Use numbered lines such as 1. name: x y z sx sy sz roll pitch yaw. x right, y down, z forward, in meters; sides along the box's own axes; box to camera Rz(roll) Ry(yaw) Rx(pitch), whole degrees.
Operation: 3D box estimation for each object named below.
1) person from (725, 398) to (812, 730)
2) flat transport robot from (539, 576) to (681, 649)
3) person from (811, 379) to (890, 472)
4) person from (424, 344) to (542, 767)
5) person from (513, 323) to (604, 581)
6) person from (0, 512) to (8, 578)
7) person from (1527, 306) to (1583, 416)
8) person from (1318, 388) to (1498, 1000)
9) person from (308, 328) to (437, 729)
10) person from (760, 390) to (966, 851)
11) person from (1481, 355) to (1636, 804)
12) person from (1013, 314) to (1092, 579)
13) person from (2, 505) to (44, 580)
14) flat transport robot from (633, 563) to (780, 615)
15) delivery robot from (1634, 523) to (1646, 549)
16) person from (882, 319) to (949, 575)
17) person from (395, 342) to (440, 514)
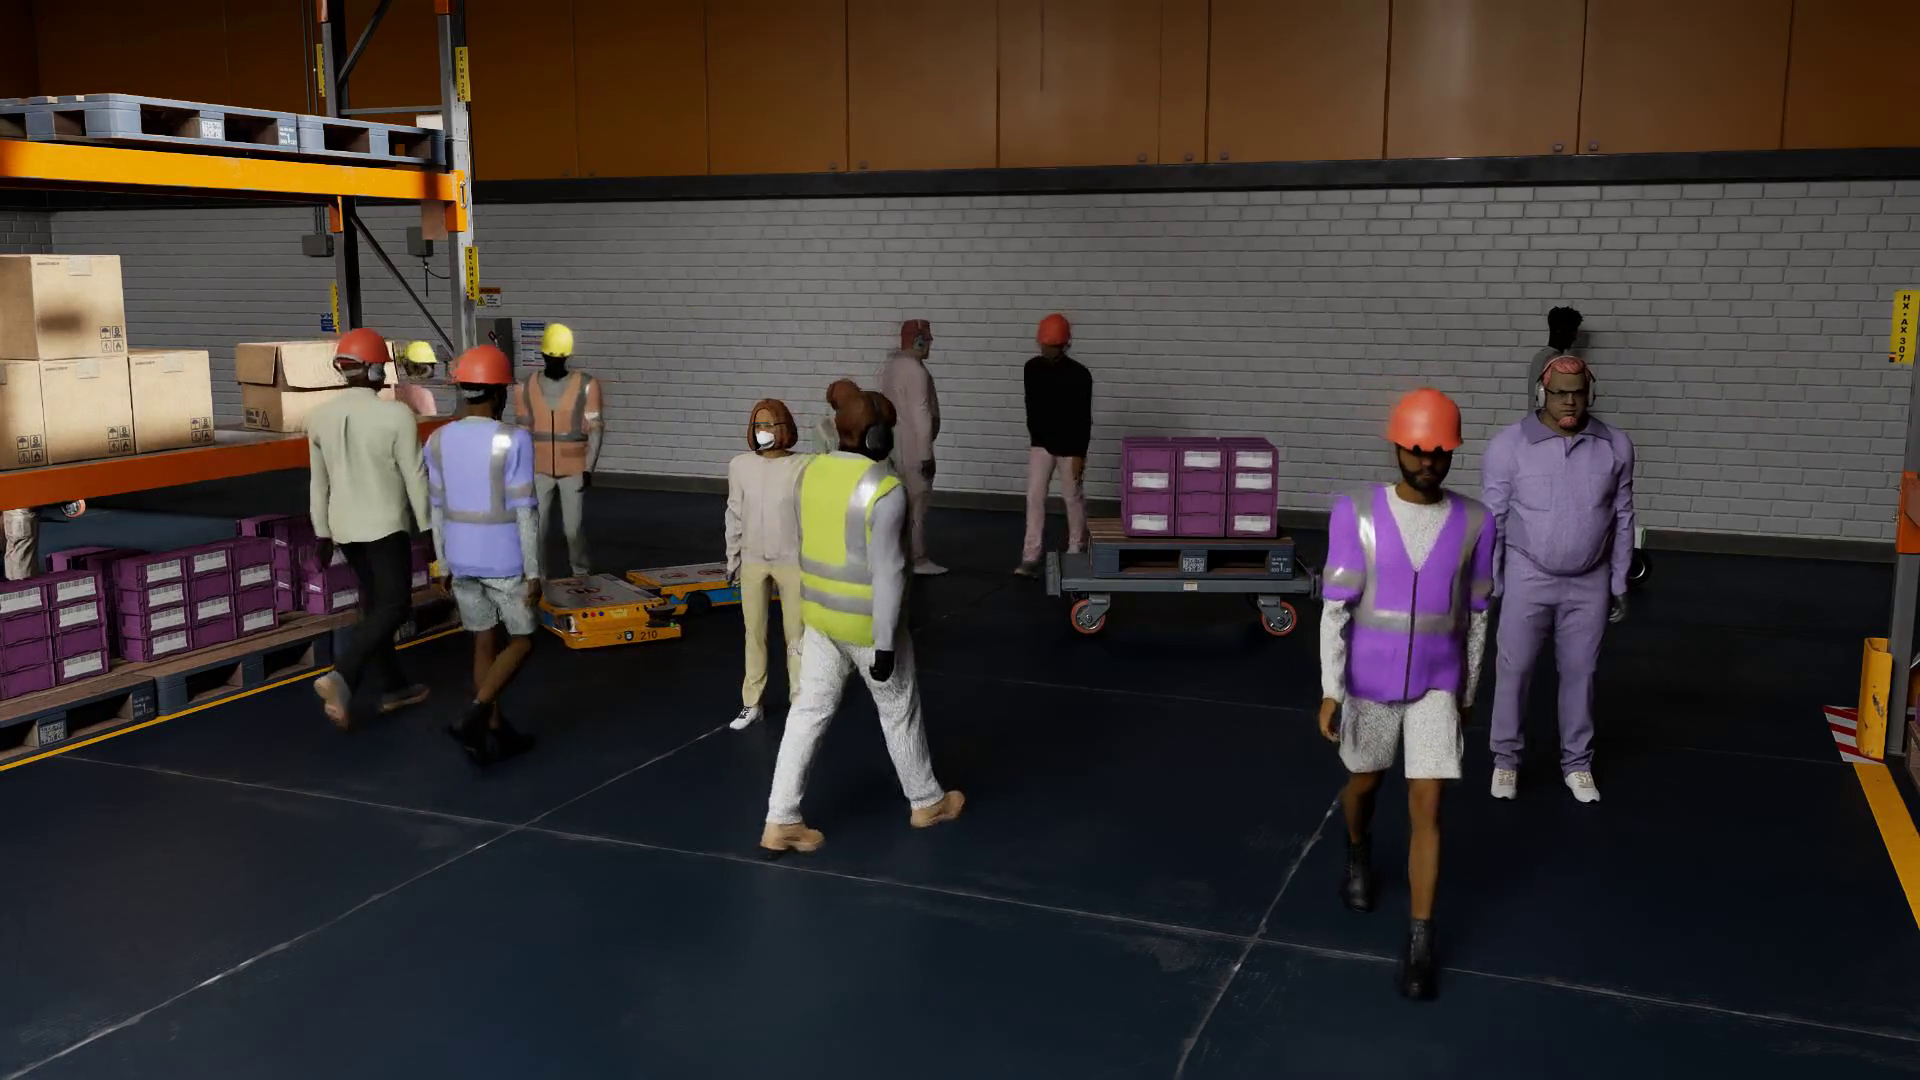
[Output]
1. person: -0.908 0.126 8.107 0.498 1.634 0.280 2 10 13
2. flat transport robot: -2.322 0.425 10.419 0.652 0.197 1.431 -6 11 -31
3. person: -0.684 -0.211 10.358 0.526 1.553 0.963 -3 10 -19
4. person: -2.135 0.093 7.436 0.562 1.922 0.601 3 10 18
5. person: -2.638 -0.479 10.971 0.604 1.897 0.576 0 9 0
6. person: -6.542 -0.512 11.165 0.629 1.898 0.574 -7 12 -38
7. person: 4.593 -0.827 12.896 0.379 1.959 0.602 0 9 2
8. person: 1.454 0.434 5.489 0.564 1.900 0.993 1 9 8
9. person: -2.955 -0.056 8.205 0.630 1.973 0.848 3 10 20
10. person: -0.412 0.313 6.501 0.639 1.796 0.964 9 13 44
11. person: 2.514 0.175 7.022 0.646 1.900 0.403 0 9 3
12. person: 0.690 -0.668 12.054 0.630 1.915 0.994 6 11 32
13. person: -5.931 -0.278 10.534 0.314 1.641 0.515 -7 12 -38
14. flat transport robot: -1.578 0.299 11.177 1.431 0.197 0.652 -6 11 -31
15. delivery robot: 4.516 -0.014 11.934 0.707 0.478 0.477 0 9 0
16. person: -0.397 -0.666 12.136 0.546 1.891 0.657 -3 10 -19
17. person: -3.930 -0.574 12.098 0.895 1.718 0.533 -7 11 -35
